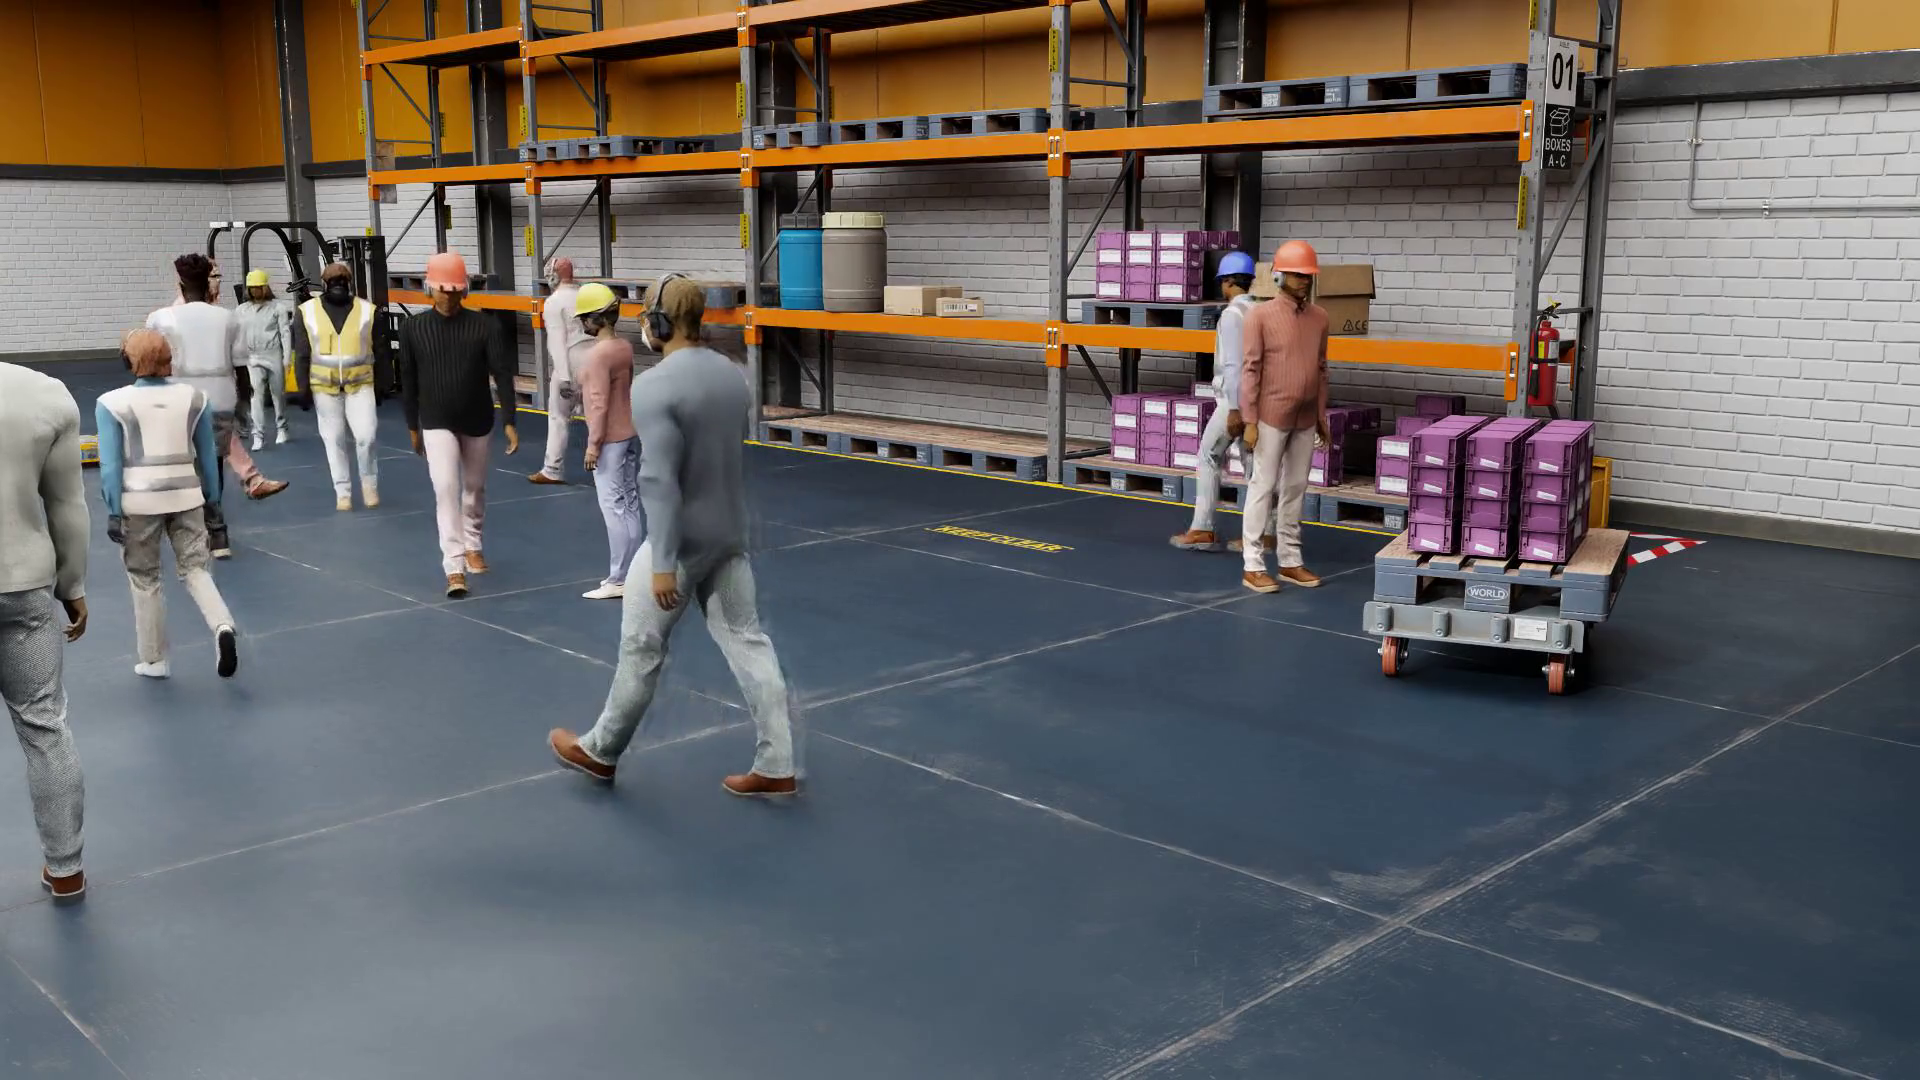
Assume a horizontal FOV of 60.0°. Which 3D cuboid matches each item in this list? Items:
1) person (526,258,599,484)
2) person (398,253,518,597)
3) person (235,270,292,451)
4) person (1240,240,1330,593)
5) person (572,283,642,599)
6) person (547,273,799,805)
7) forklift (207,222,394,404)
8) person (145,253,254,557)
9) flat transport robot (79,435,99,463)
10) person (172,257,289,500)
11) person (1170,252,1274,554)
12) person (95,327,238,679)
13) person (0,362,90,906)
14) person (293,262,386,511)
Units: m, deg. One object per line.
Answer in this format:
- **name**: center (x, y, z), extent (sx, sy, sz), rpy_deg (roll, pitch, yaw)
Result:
- **person**: center (-3.097, -1.347, 13.474), extent (0.843, 1.845, 0.667), rpy_deg (6, 12, 28)
- **person**: center (-2.889, -0.678, 9.602), extent (0.623, 1.932, 1.069), rpy_deg (-3, 11, -16)
- **person**: center (-6.643, -1.731, 15.918), extent (0.501, 1.698, 0.891), rpy_deg (-2, 11, -11)
- **person**: center (1.867, -0.698, 9.481), extent (0.622, 1.990, 0.401), rpy_deg (-6, 12, -30)
- **person**: center (-1.976, -0.547, 9.300), extent (0.324, 1.760, 0.523), rpy_deg (1, 10, 7)
- **person**: center (-1.017, 0.002, 5.959), extent (1.022, 1.882, 0.660), rpy_deg (5, 12, 26)
- **forklift**: center (-8.169, -2.758, 20.163), extent (2.313, 2.155, 1.214), rpy_deg (-10, 14, -44)
- **person**: center (-4.877, -0.871, 10.655), extent (0.614, 1.907, 1.028), rpy_deg (-10, 14, -43)
- **flat transport robot**: center (-7.964, -0.758, 14.507), extent (1.431, 0.197, 0.652), rpy_deg (-10, 14, -44)
- **person**: center (-5.691, -1.222, 12.713), extent (1.017, 1.849, 0.662), rpy_deg (0, 10, -2)
- **person**: center (1.704, -0.868, 10.624), extent (0.806, 1.909, 0.636), rpy_deg (6, 12, 31)
- **person**: center (-3.553, -0.139, 7.463), extent (0.635, 1.621, 0.523), rpy_deg (9, 14, 42)
- **person**: center (-2.880, 0.174, 4.875), extent (0.629, 1.940, 0.372), rpy_deg (-10, 14, -44)
- **person**: center (-4.541, -1.110, 12.207), extent (0.632, 1.827, 0.470), rpy_deg (-4, 11, -19)
